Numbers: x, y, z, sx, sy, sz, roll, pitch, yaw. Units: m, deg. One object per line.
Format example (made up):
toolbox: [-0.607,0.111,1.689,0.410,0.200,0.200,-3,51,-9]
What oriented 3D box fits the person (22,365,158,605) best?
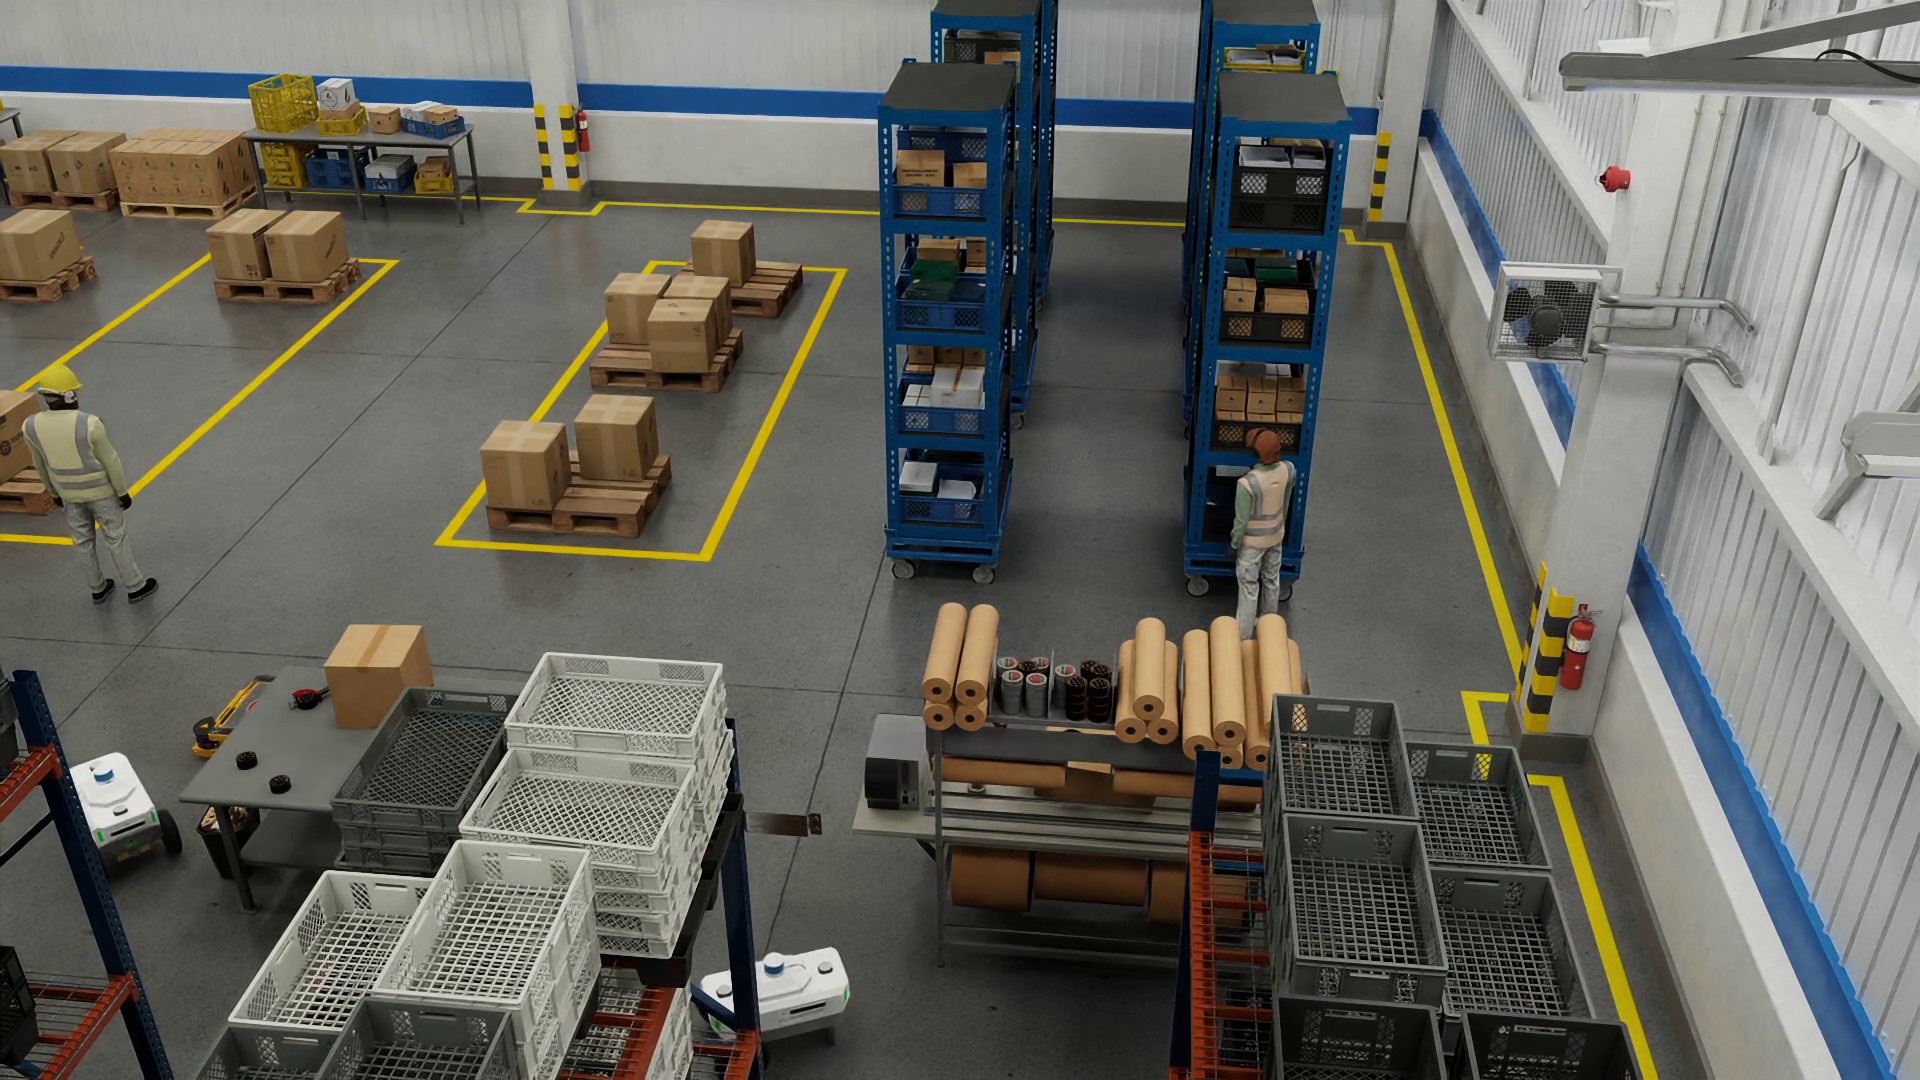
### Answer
person: [-6.164,-0.375,11.759,0.588,1.822,0.403,1,30,2]

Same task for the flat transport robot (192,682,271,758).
flat transport robot: [-4.089,1.163,10.648,1.431,0.197,0.652,3,30,6]

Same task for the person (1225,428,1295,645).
person: [2.027,-0.008,11.308,0.514,1.640,0.307,-21,36,-31]

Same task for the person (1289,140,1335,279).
person: [3.647,-3.741,17.398,0.574,1.966,0.750,-15,34,-24]

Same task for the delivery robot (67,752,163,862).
delivery robot: [-4.923,1.522,9.662,0.477,0.478,0.707,-22,37,-32]

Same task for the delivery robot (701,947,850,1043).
delivery robot: [-0.920,2.284,8.353,0.707,0.478,0.477,-9,32,-16]
